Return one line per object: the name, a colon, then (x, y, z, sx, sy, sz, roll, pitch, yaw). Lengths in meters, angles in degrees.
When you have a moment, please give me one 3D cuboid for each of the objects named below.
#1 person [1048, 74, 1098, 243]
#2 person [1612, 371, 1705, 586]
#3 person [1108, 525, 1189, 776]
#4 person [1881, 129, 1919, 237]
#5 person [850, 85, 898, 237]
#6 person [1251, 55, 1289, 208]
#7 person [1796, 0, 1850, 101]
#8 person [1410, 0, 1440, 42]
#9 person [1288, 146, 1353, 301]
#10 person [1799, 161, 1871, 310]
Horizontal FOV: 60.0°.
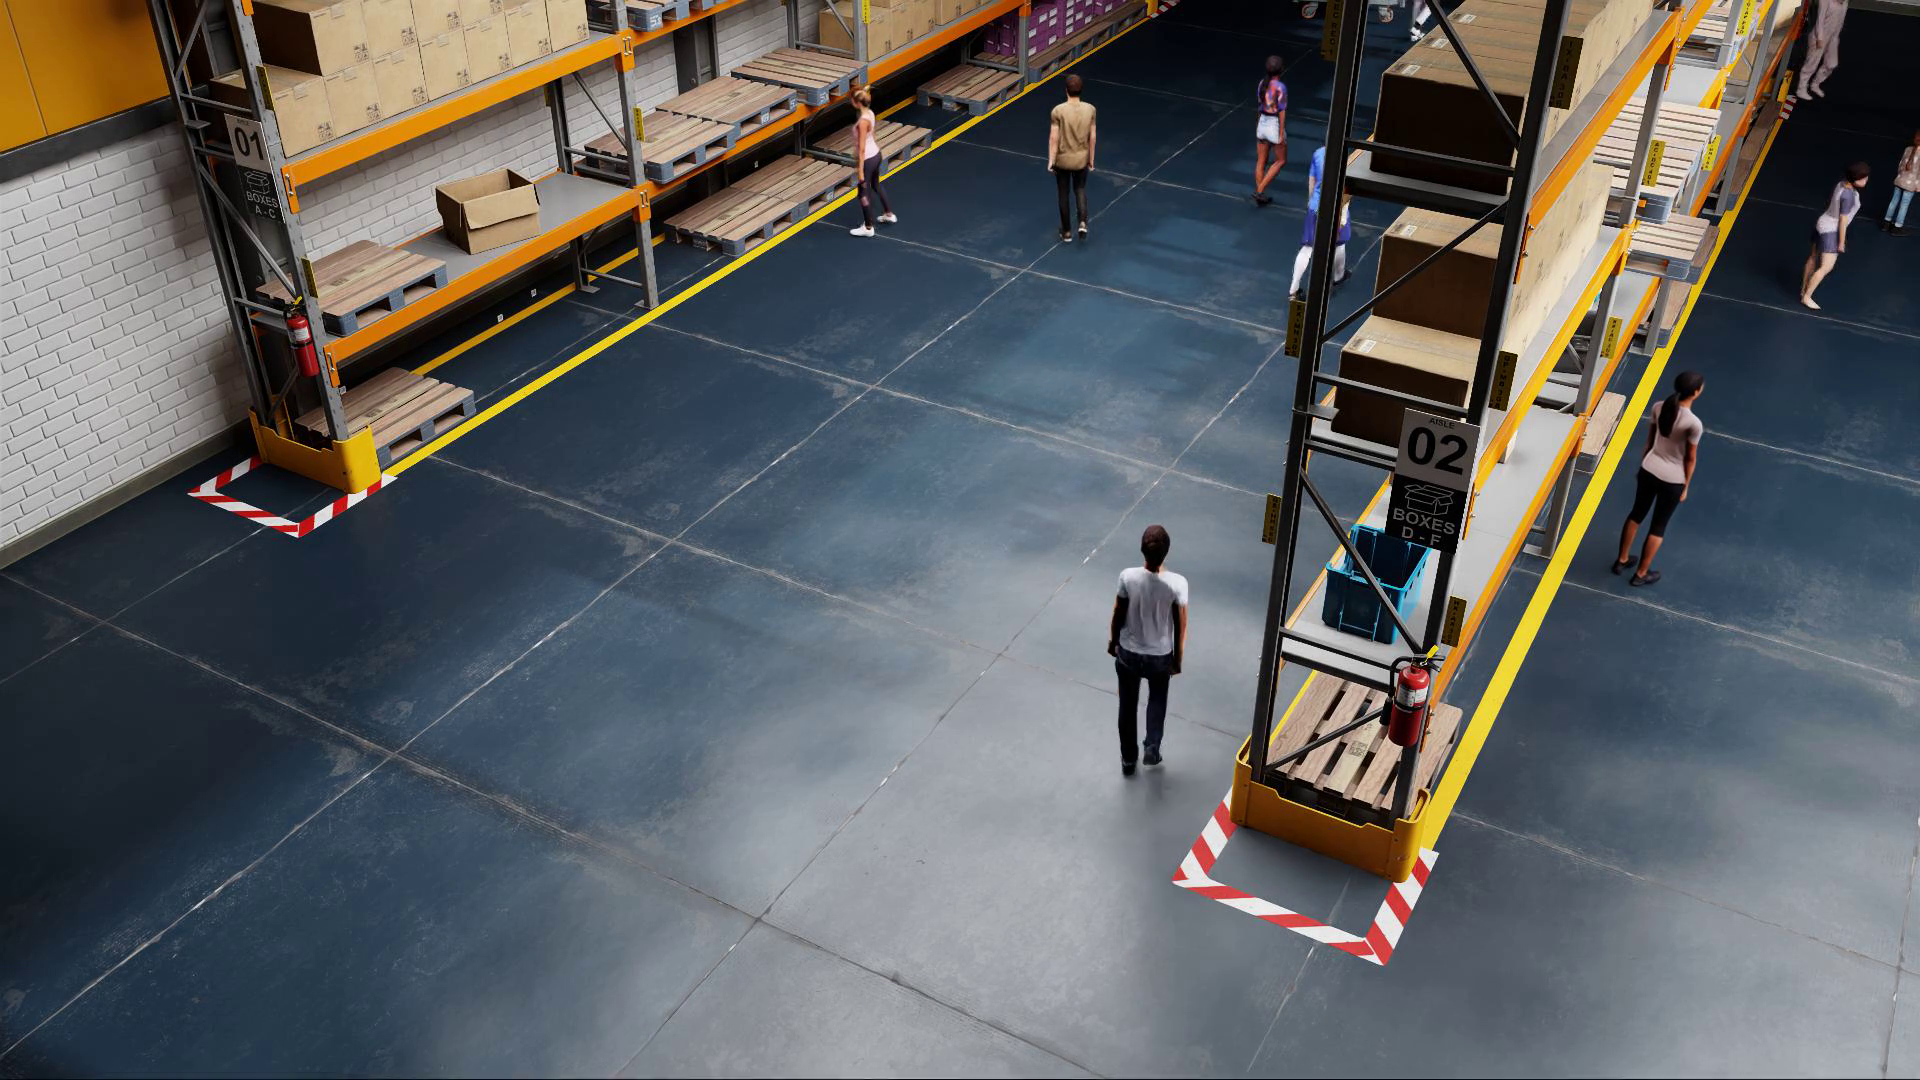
person: (1.204, -4.021, 17.749, 0.911, 1.841, 0.979, -6, 34, -9)
person: (5.264, -0.471, 12.499, 0.709, 1.740, 0.687, -17, 37, -24)
person: (1.171, 0.770, 10.531, 0.759, 1.852, 0.792, 2, 34, 3)
person: (10.362, -3.922, 18.184, 0.614, 1.194, 0.560, -10, 35, -15)
person: (-0.987, -4.139, 18.092, 0.870, 1.658, 0.698, 8, 35, 12)
person: (3.415, -4.547, 18.637, 0.767, 1.735, 0.724, -22, 39, -29)
person: (11.302, -6.650, 21.858, 0.752, 1.671, 0.818, -12, 36, -18)
person: (6.617, -8.095, 23.781, 0.836, 1.949, 0.826, -28, 43, -35)
person: (3.617, -3.236, 16.609, 0.816, 1.795, 1.231, 24, 40, 31)
person: (8.712, -3.128, 16.677, 0.826, 1.540, 0.610, -1, 34, -1)
